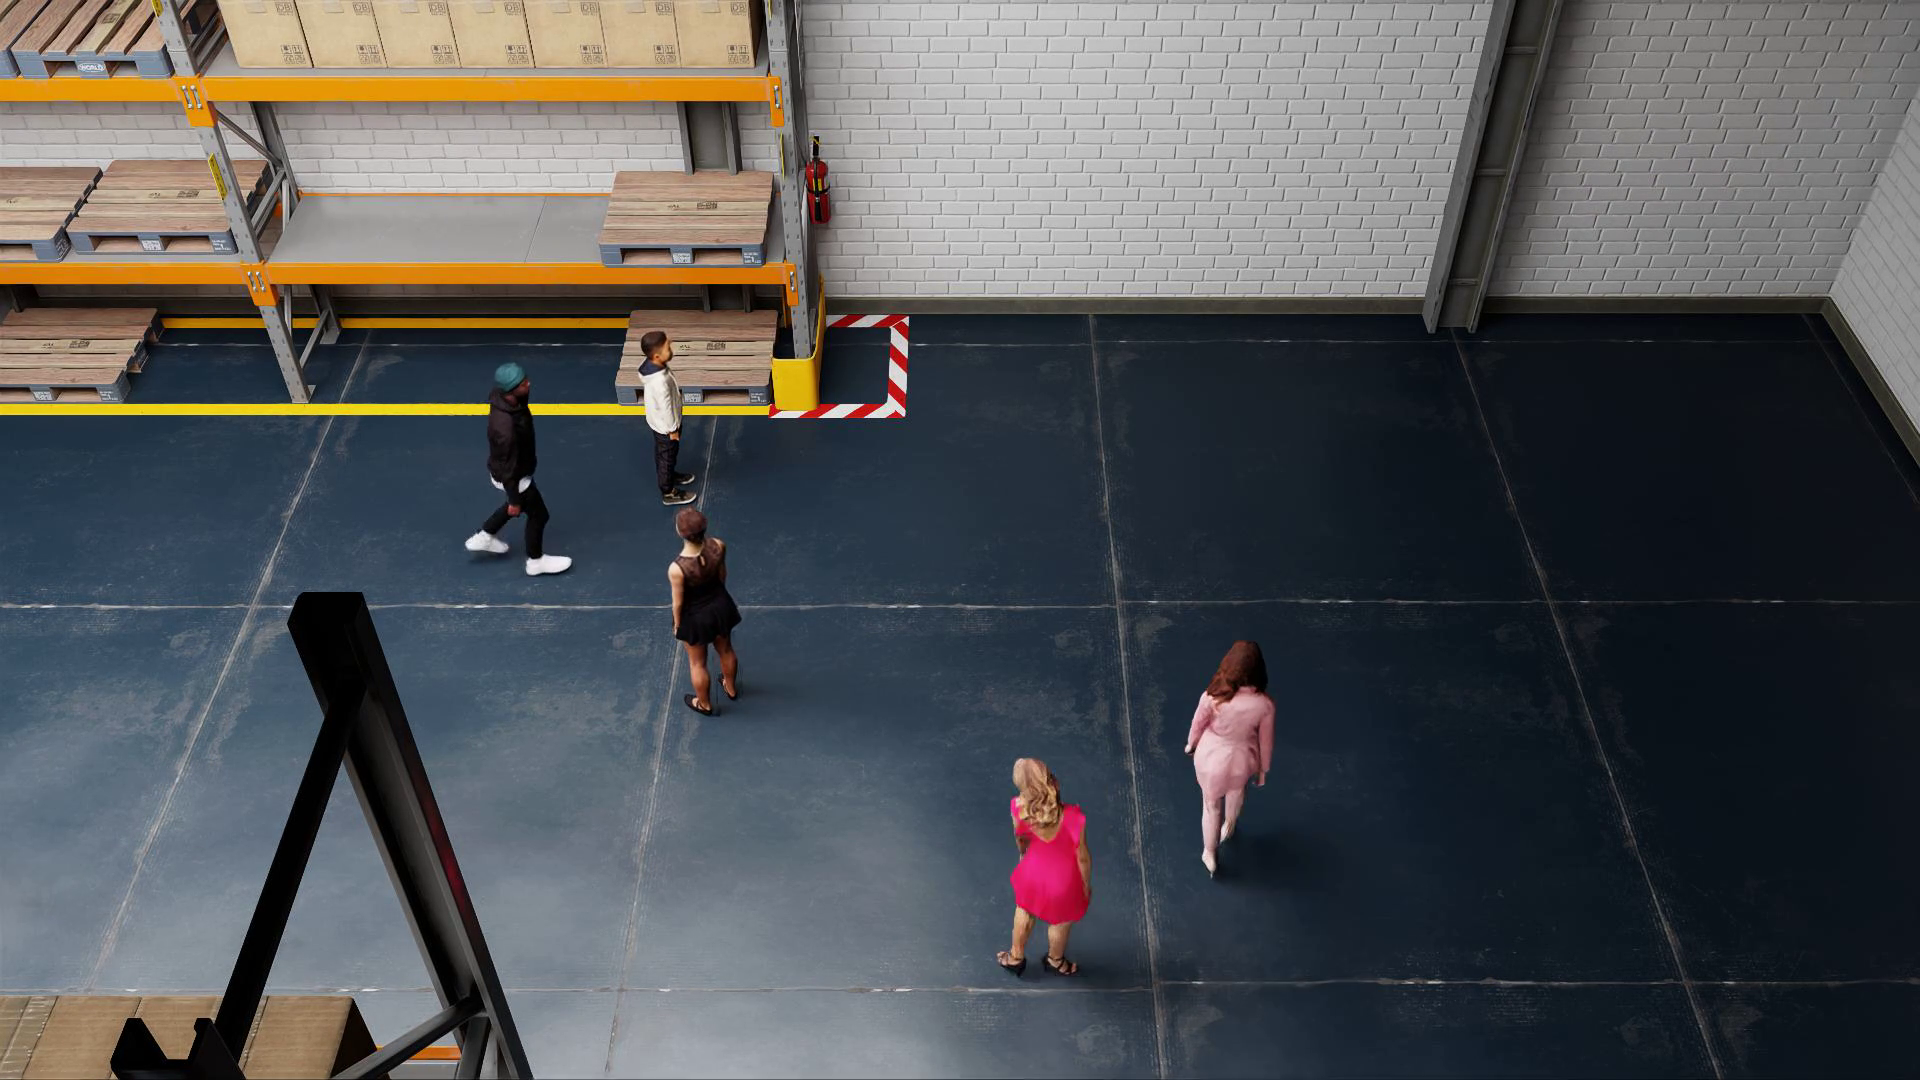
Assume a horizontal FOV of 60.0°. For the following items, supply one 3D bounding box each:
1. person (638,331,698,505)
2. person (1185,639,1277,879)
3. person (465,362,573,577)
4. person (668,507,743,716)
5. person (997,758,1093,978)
[{"bbox_3d":[-2.124,-0.885,11.875,0.593,1.452,0.623,-11,45,-11],"label":"person"},{"bbox_3d":[1.494,1.315,9.327,0.582,1.782,0.680,2,44,2],"label":"person"},{"bbox_3d":[-3.052,-0.445,11.177,0.995,1.778,0.799,-6,44,-7],"label":"person"},{"bbox_3d":[-1.580,0.441,10.319,0.748,1.678,0.685,33,53,30],"label":"person"},{"bbox_3d":[0.515,1.817,8.866,0.686,1.691,0.798,32,52,29],"label":"person"}]
